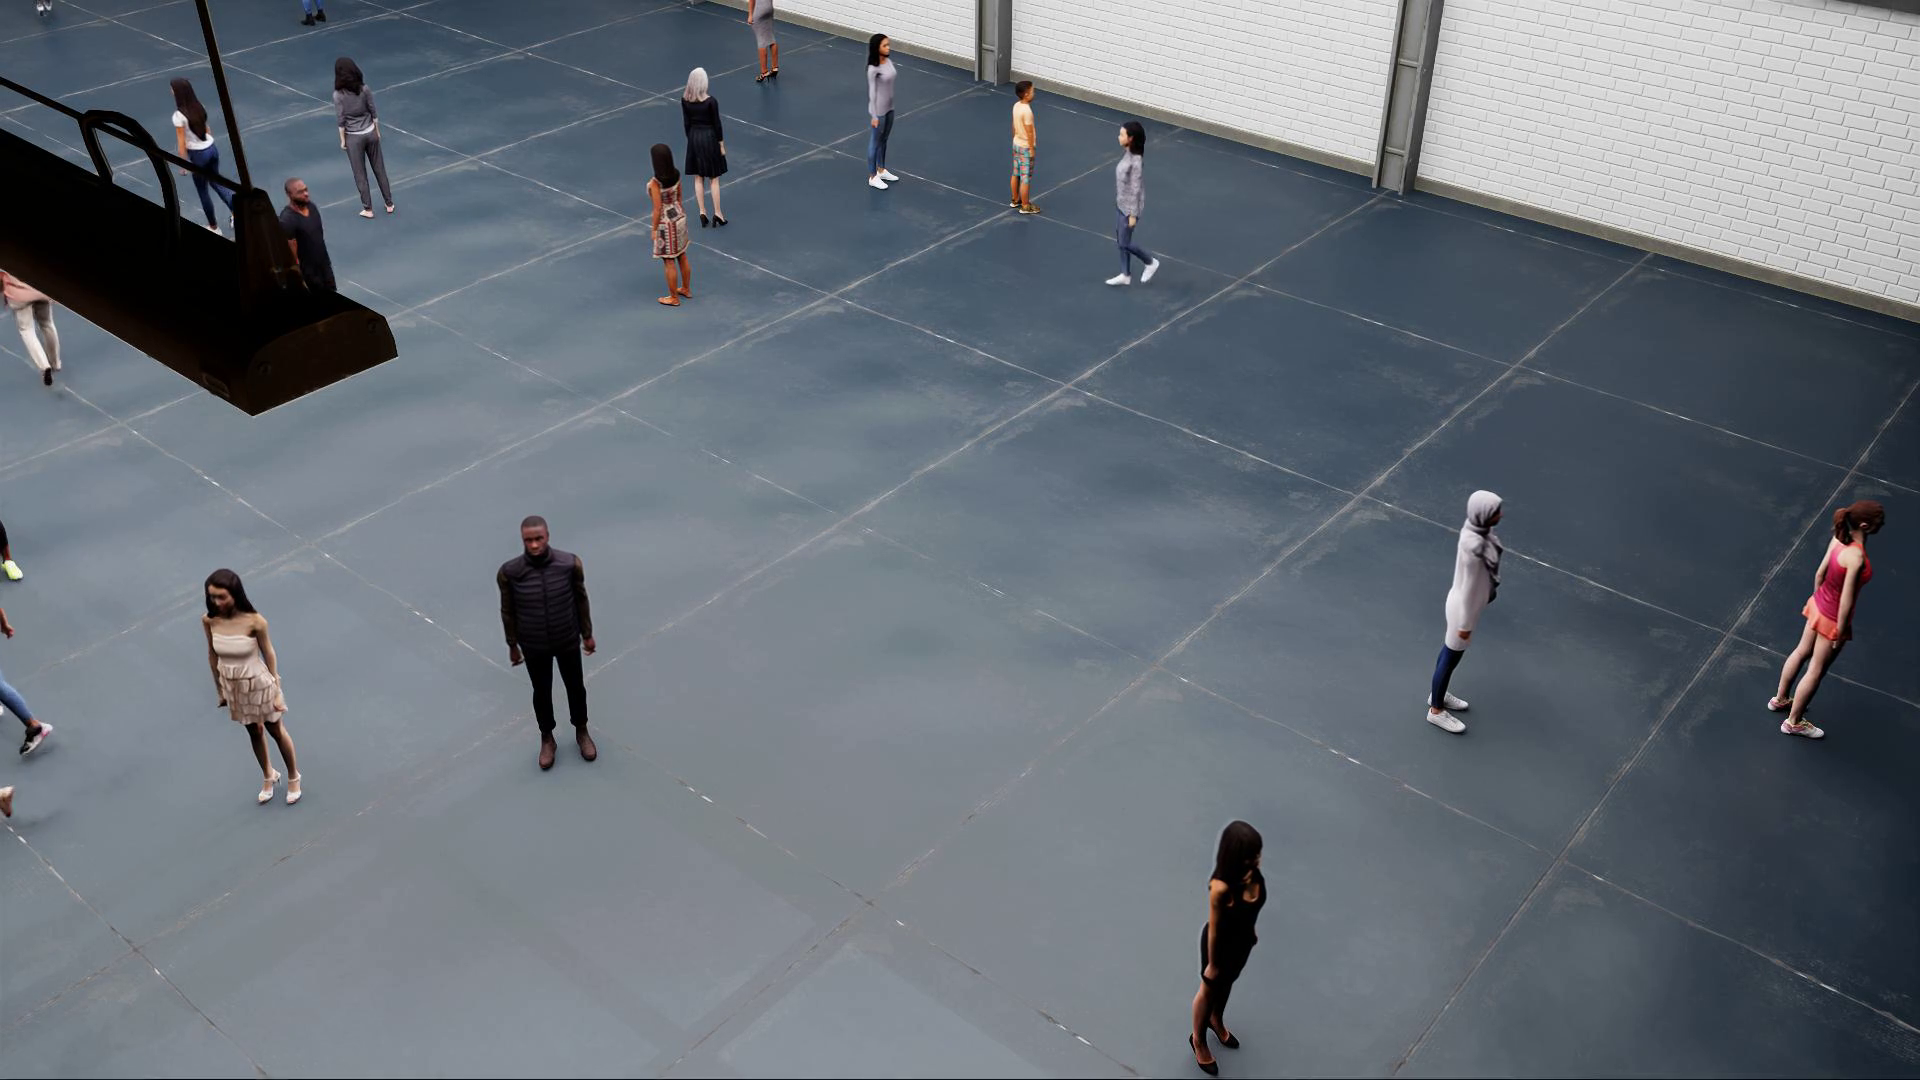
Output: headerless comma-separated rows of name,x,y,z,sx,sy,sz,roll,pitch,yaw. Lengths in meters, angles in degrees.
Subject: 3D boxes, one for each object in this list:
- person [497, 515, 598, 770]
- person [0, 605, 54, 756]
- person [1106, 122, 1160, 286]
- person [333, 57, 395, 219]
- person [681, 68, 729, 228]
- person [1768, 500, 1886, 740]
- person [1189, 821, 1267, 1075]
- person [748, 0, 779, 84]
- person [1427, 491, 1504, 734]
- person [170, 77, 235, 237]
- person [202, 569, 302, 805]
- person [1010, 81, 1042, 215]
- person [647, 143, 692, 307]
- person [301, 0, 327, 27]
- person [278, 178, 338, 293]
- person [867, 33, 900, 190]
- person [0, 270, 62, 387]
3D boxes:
person,-2.599,0.631,10.563,0.779,1.836,0.780,-10,35,-14
person,-6.340,0.622,10.813,1.138,1.573,0.858,10,35,14
person,1.779,-3.337,16.637,0.898,1.720,0.843,-5,34,-8
person,-6.554,-4.405,18.204,0.648,1.765,0.597,-21,39,-29
person,-2.756,-4.240,17.973,0.640,1.746,0.744,8,34,12
person,5.676,0.487,10.855,0.689,1.752,0.651,2,34,3
person,1.374,2.070,8.567,0.481,1.648,0.572,26,42,33
person,-2.622,-6.990,22.078,0.514,1.781,0.571,26,42,33
person,3.301,0.446,10.895,0.625,1.775,0.666,13,36,19
person,-7.990,-4.049,17.667,0.858,1.765,0.777,10,35,15
person,-4.348,0.913,10.228,0.630,1.737,0.718,3,34,4
person,0.701,-4.362,18.413,0.661,1.461,0.548,-15,36,-21
person,-2.863,-3.114,16.370,0.592,1.645,0.689,17,37,24
person,-9.630,-8.393,24.326,0.598,1.629,0.645,15,36,21
person,-6.002,-2.460,15.242,1.057,1.804,0.899,9,35,13
person,-0.906,-4.915,18.998,0.593,1.735,0.646,16,37,22
person,-8.377,-2.204,14.944,0.780,1.708,1.039,-20,39,-27
